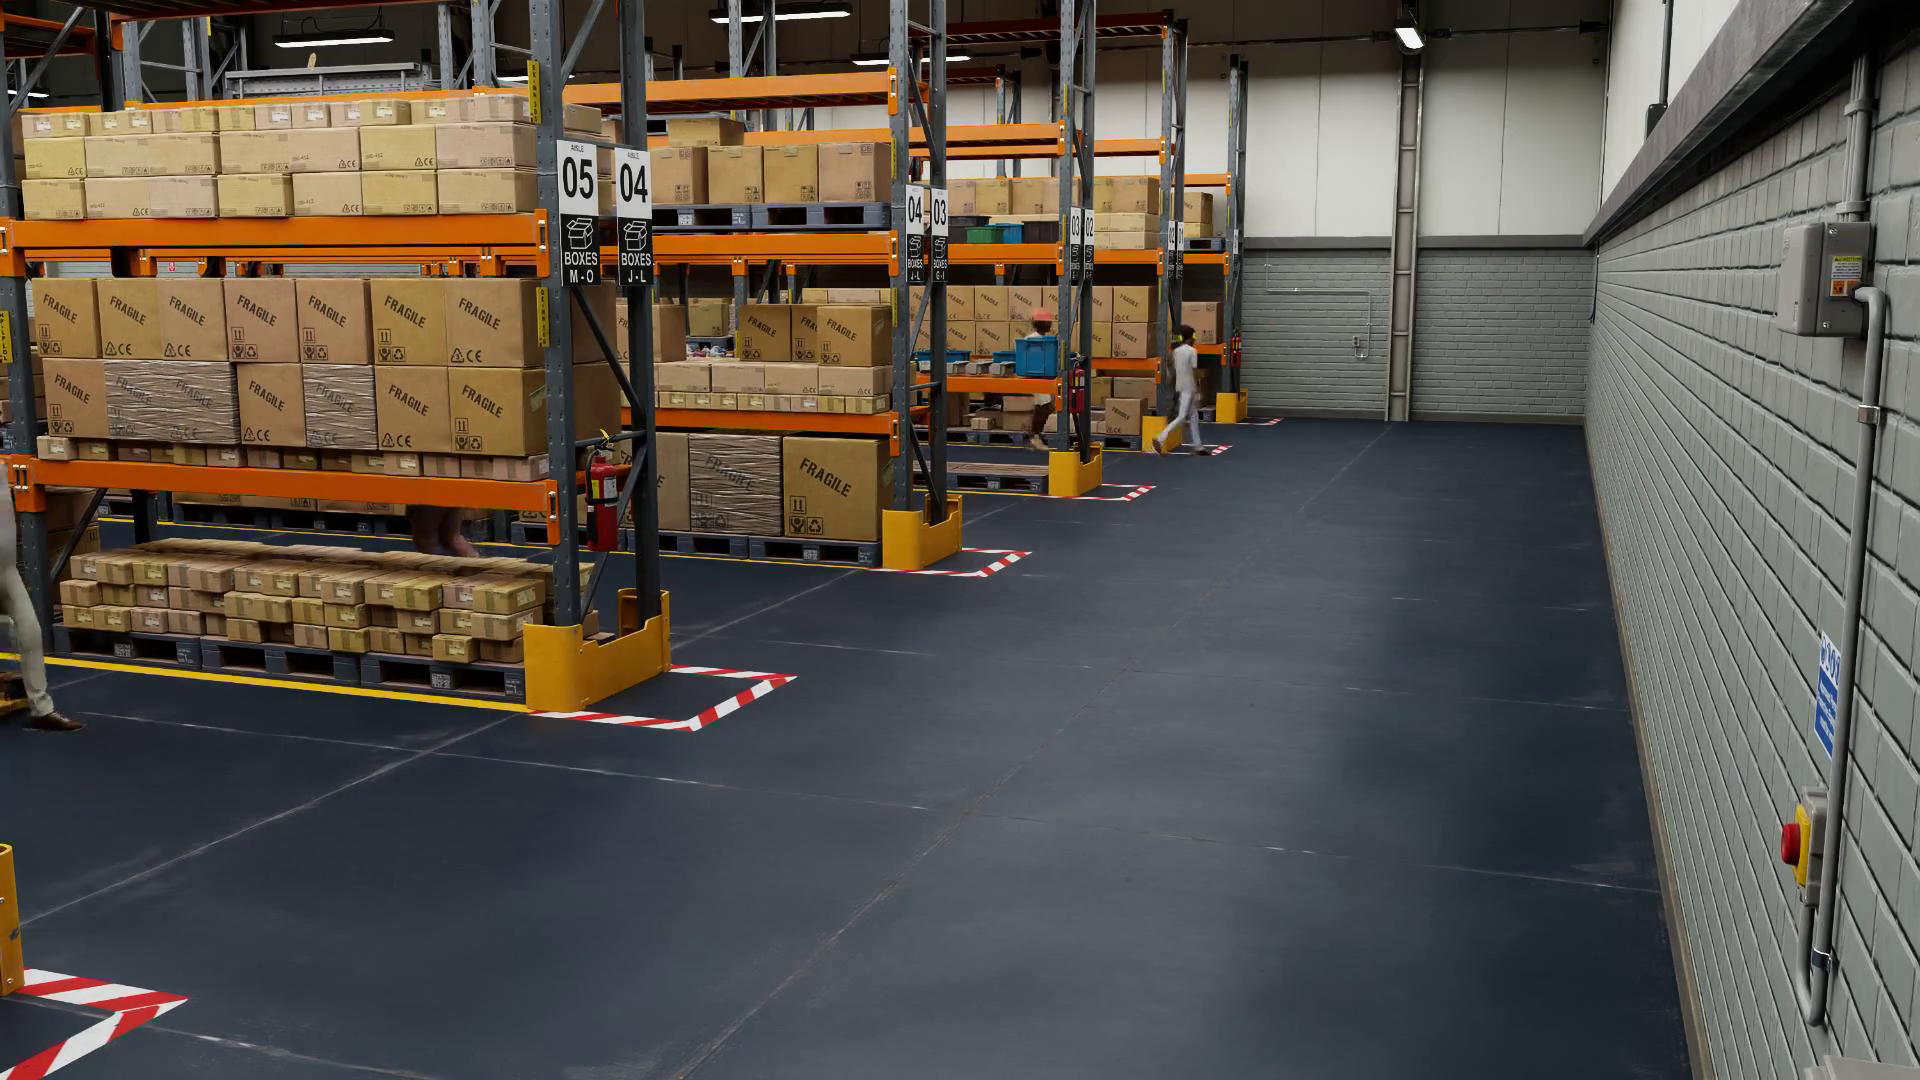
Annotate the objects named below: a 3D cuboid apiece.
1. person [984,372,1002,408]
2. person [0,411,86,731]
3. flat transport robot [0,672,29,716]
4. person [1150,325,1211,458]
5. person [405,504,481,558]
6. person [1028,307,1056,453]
[{"bbox_3d":[0.584,-2.667,26.471,0.854,1.894,0.600,5,10,30],"label":"person"},{"bbox_3d":[-5.316,0.157,9.000,0.917,1.837,0.529,1,9,4],"label":"person"},{"bbox_3d":[-6.033,0.883,9.319,1.431,0.197,0.652,1,9,6],"label":"flat transport robot"},{"bbox_3d":[3.018,-2.020,22.707,0.915,1.805,0.579,-4,10,-22],"label":"person"},{"bbox_3d":[-3.775,-0.370,12.124,0.634,1.889,0.645,5,10,28],"label":"person"},{"bbox_3d":[1.178,-2.206,23.117,0.524,2.029,0.635,3,10,20],"label":"person"}]
